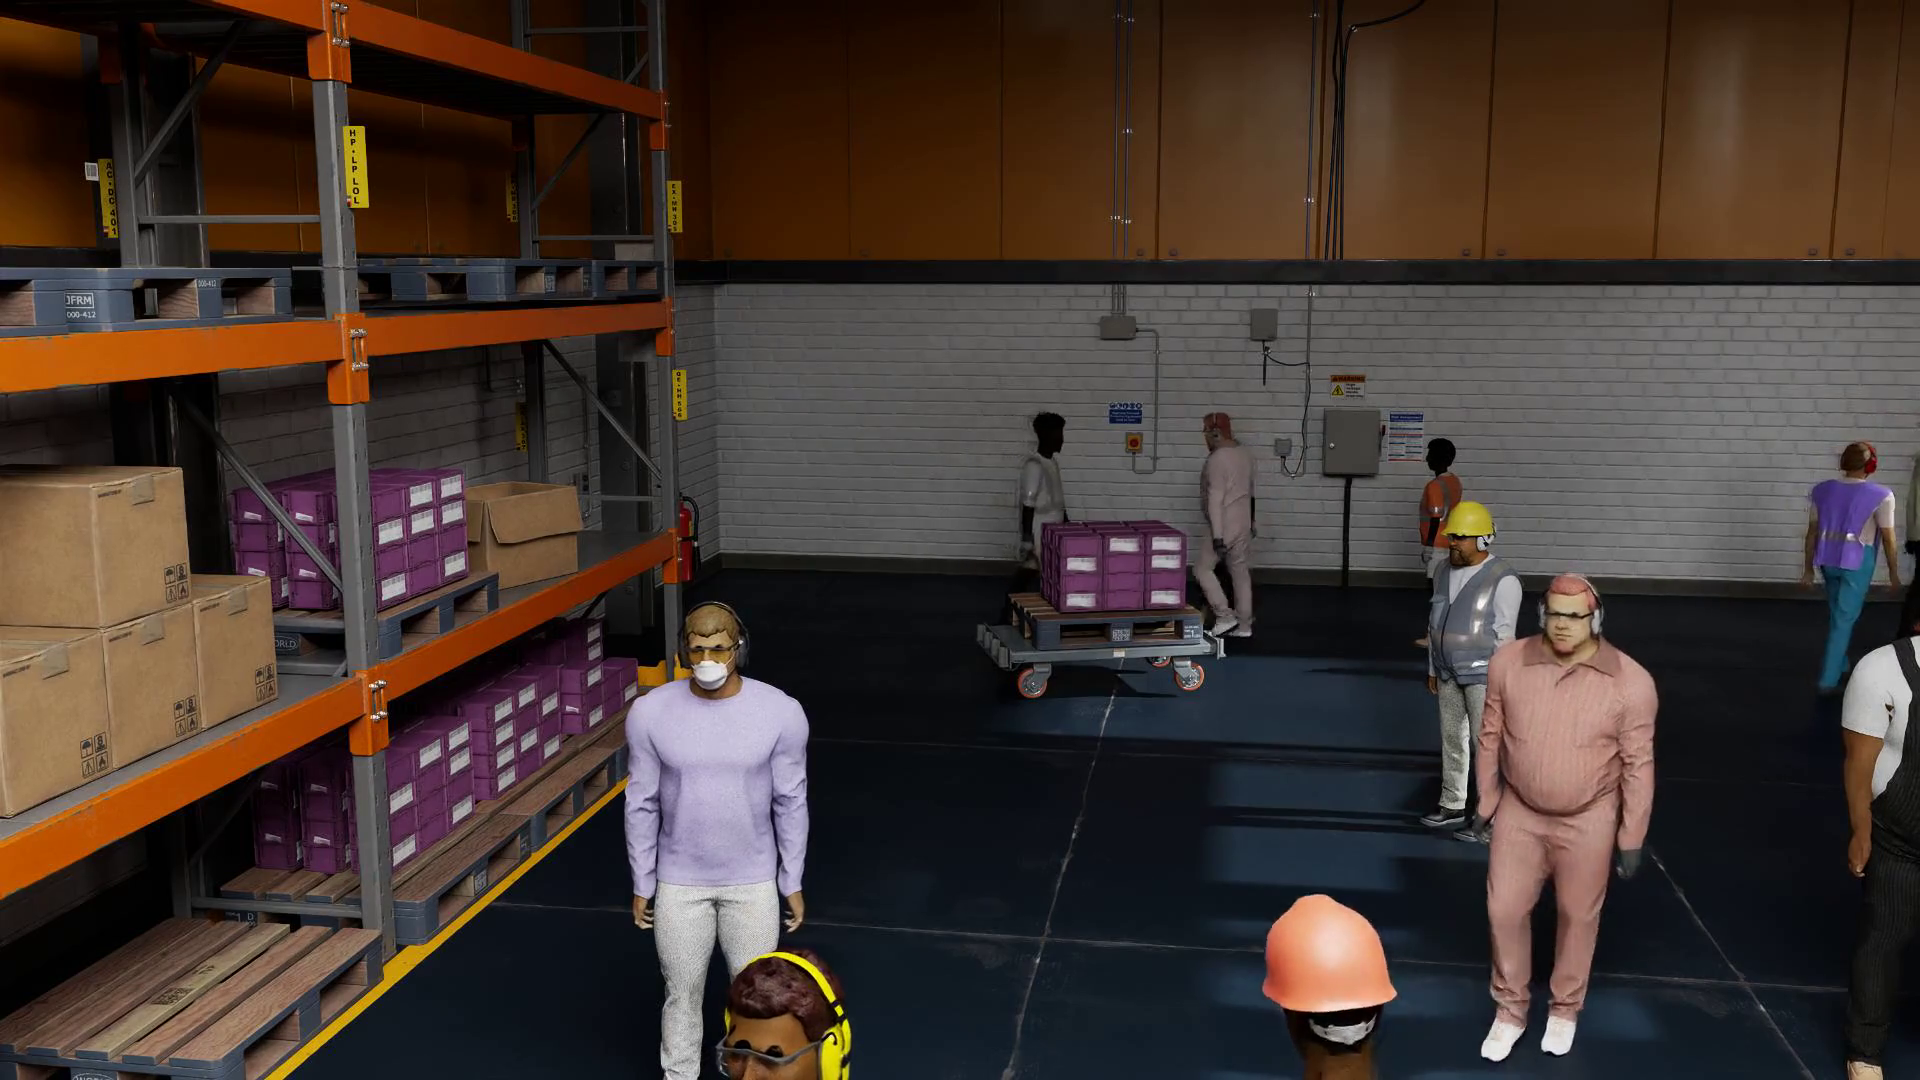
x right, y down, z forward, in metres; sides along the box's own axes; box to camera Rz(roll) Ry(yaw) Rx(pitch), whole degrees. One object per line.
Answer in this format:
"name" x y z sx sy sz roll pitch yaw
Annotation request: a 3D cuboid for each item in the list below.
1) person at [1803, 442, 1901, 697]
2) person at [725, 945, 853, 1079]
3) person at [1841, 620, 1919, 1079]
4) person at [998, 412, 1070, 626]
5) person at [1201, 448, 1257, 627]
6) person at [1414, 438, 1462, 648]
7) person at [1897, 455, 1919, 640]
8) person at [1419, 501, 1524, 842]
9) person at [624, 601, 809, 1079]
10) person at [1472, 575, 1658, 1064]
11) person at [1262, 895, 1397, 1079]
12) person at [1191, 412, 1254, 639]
"person" 6.446 0.202 11.957 0.852 1.811 0.574 -5 11 -30
"person" -0.294 1.624 3.003 0.521 1.873 0.336 3 10 19
"person" 3.565 1.054 5.995 0.683 2.000 0.537 1 9 6
"person" 0.716 -0.070 13.310 0.996 1.914 0.624 2 10 14
"person" 2.290 -0.073 14.134 0.612 1.662 0.318 -6 11 -33
"person" 3.856 0.027 13.388 0.317 1.695 0.540 6 11 34
"person" 7.628 -0.035 12.908 0.601 1.969 0.621 3 10 21
"person" 2.714 0.693 8.907 0.404 1.824 0.586 -5 10 -28
"person" -0.822 1.159 5.661 0.628 1.940 0.373 -1 9 -5
"person" 2.249 1.077 6.301 0.673 1.887 0.657 5 11 30
"person" 0.721 1.596 3.180 0.583 1.866 1.042 0 9 2
"person" 2.183 -0.103 13.614 0.477 1.883 0.683 8 12 40
